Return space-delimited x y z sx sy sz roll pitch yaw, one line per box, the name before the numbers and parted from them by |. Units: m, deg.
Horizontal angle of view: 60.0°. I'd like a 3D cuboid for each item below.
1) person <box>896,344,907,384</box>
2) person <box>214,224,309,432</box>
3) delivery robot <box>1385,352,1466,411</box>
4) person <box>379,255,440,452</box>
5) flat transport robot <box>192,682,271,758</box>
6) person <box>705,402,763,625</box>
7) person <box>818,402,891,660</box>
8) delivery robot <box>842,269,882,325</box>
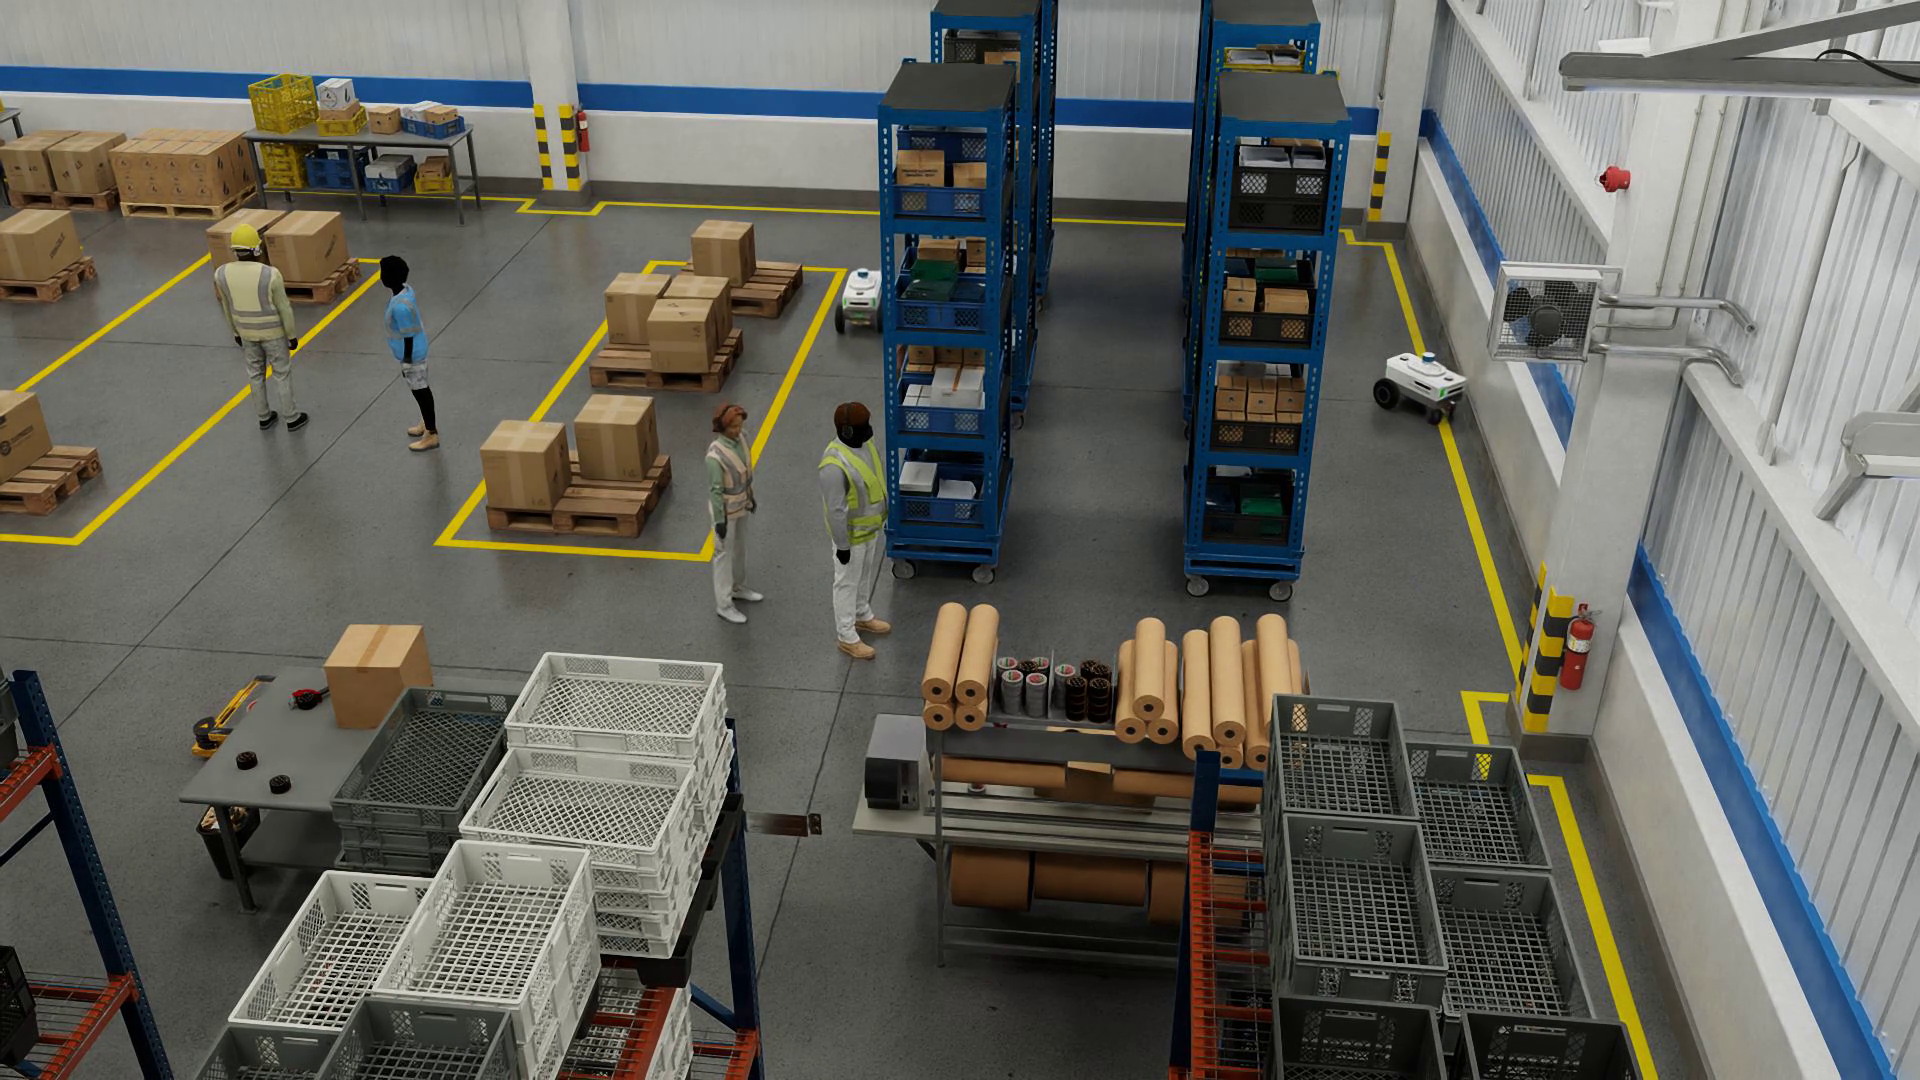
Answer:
person | -0.251 -1.373 13.315 0.622 1.983 0.398 14 33 23
person | -5.953 -1.804 14.215 0.595 1.824 0.404 3 30 5
delivery robot | 4.116 -1.420 14.715 0.477 0.478 0.707 -19 35 -29
person | -4.614 -1.572 13.937 0.319 1.697 0.532 -8 31 -13
flat transport robot | -4.089 1.163 10.648 1.431 0.197 0.652 3 30 6
person | -1.598 -0.211 11.668 0.315 1.634 0.530 9 32 16
person | -0.693 -0.088 11.245 0.429 1.846 0.626 9 32 16
delivery robot | -0.960 -2.448 16.480 0.477 0.478 0.707 2 30 3
